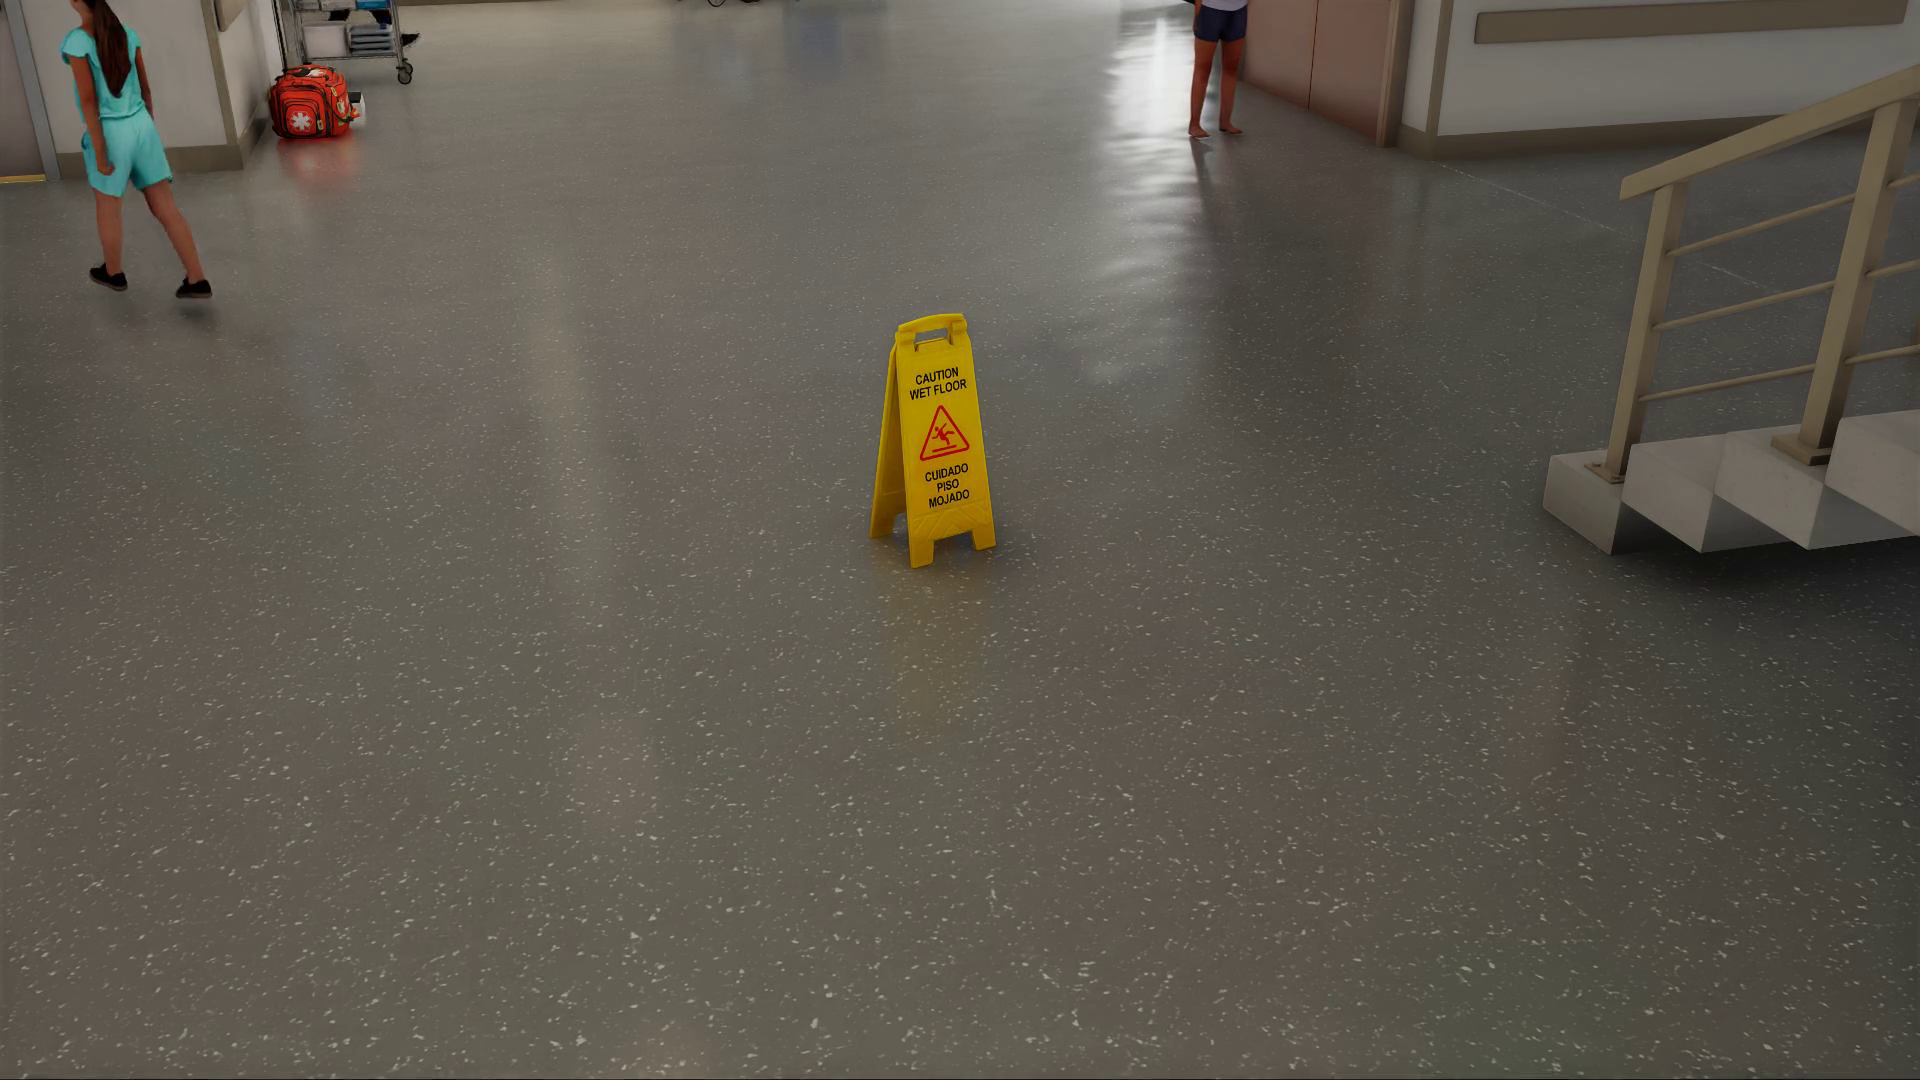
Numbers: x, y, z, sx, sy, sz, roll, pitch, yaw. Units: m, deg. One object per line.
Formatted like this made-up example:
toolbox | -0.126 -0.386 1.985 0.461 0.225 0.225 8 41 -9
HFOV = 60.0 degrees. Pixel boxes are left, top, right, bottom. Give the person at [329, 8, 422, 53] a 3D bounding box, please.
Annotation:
person | -5.081 -4.807 13.599 0.986 1.701 1.137 5 26 9

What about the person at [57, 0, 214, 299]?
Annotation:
person | -3.758 -1.800 7.576 1.099 1.517 0.998 17 30 31

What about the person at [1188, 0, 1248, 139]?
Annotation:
person | 1.716 -3.483 10.945 0.601 1.621 0.574 -13 29 -25
